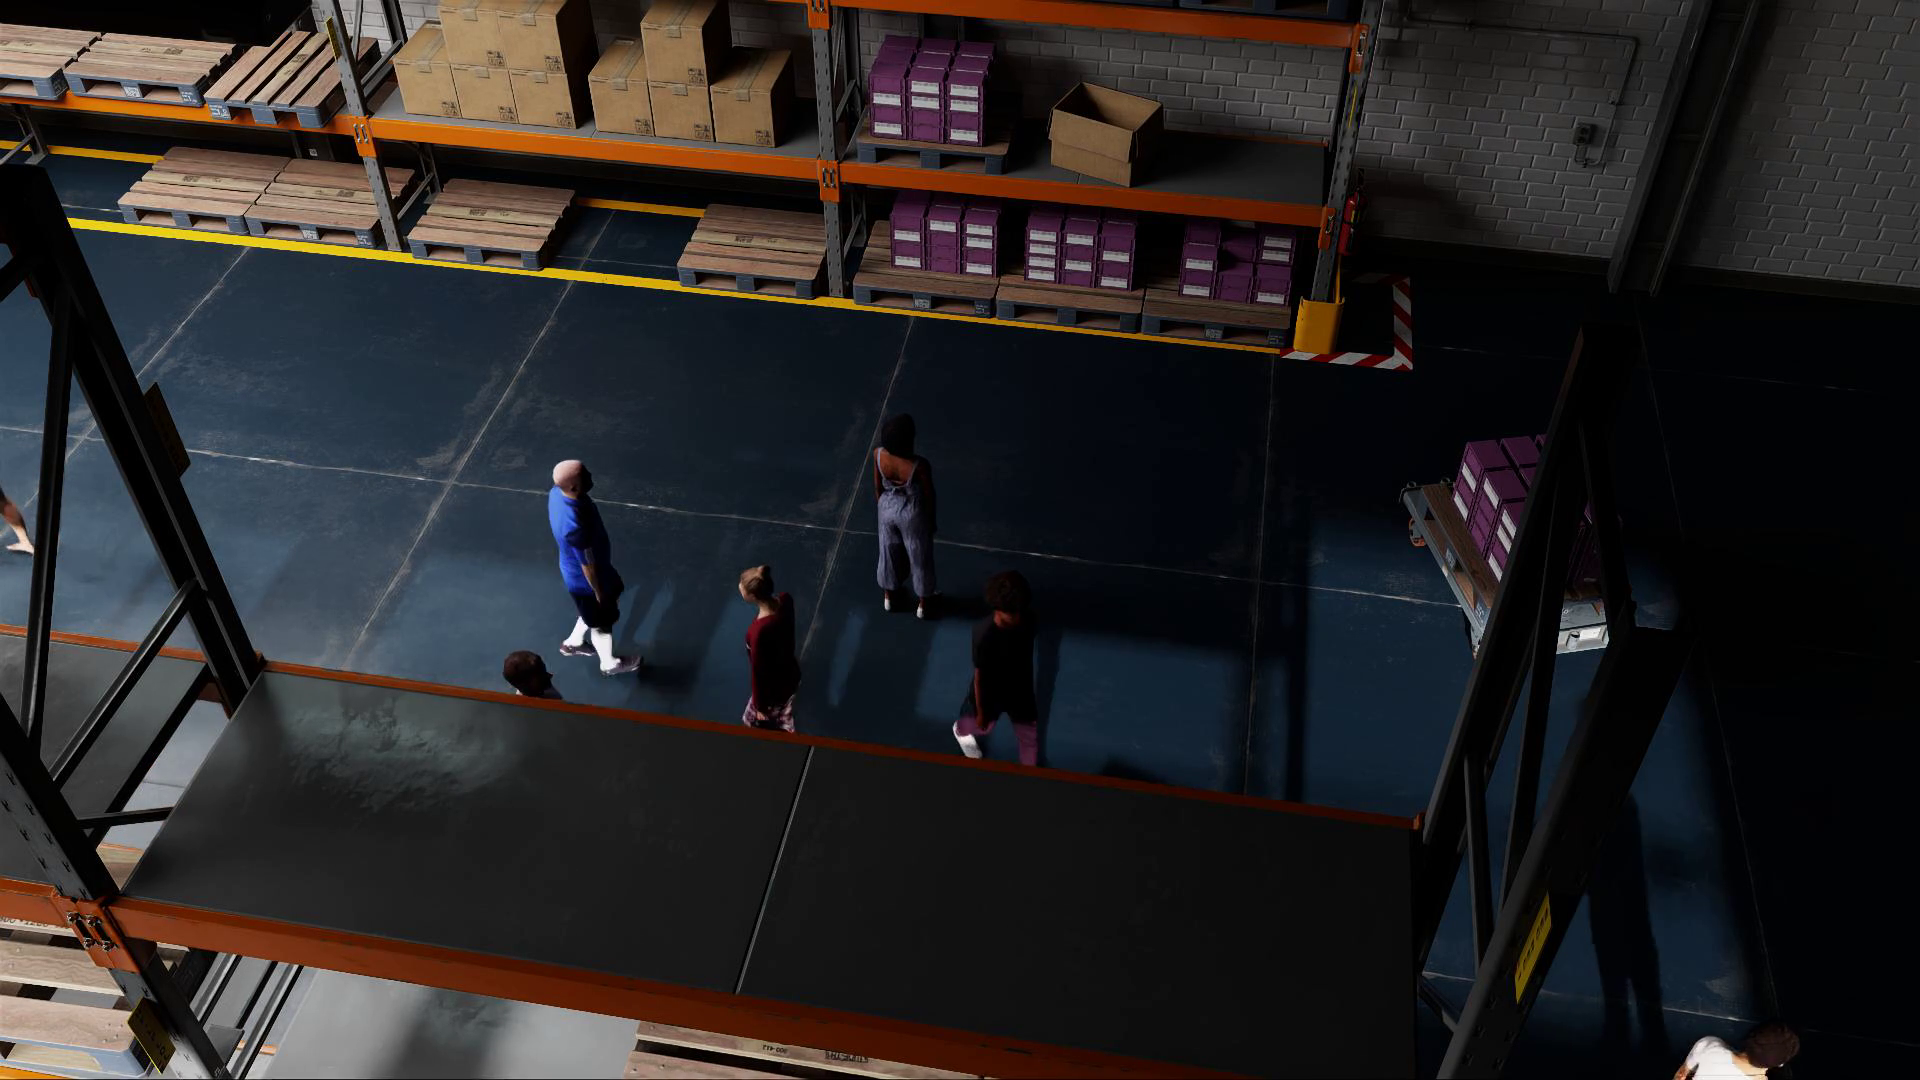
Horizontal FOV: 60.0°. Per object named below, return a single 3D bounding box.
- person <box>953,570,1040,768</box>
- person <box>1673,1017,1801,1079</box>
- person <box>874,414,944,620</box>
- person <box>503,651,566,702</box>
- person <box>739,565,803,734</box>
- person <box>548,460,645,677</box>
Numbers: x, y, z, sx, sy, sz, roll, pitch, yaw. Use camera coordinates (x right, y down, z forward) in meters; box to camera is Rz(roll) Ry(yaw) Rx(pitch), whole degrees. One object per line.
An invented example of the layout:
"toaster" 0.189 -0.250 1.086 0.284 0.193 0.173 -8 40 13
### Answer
"person" 0.203 0.814 9.875 1.105 1.756 1.161 -25 49 -24
"person" 3.481 2.792 7.837 0.997 1.704 1.007 -34 53 -31
"person" -0.360 -0.157 10.943 0.522 1.689 0.665 14 45 14
"person" -2.365 1.288 9.318 1.218 1.838 0.862 -5 44 -5
"person" -1.023 0.848 9.885 0.732 1.693 0.740 12 45 13
"person" -2.408 0.213 10.450 0.912 1.833 0.855 -16 46 -16
